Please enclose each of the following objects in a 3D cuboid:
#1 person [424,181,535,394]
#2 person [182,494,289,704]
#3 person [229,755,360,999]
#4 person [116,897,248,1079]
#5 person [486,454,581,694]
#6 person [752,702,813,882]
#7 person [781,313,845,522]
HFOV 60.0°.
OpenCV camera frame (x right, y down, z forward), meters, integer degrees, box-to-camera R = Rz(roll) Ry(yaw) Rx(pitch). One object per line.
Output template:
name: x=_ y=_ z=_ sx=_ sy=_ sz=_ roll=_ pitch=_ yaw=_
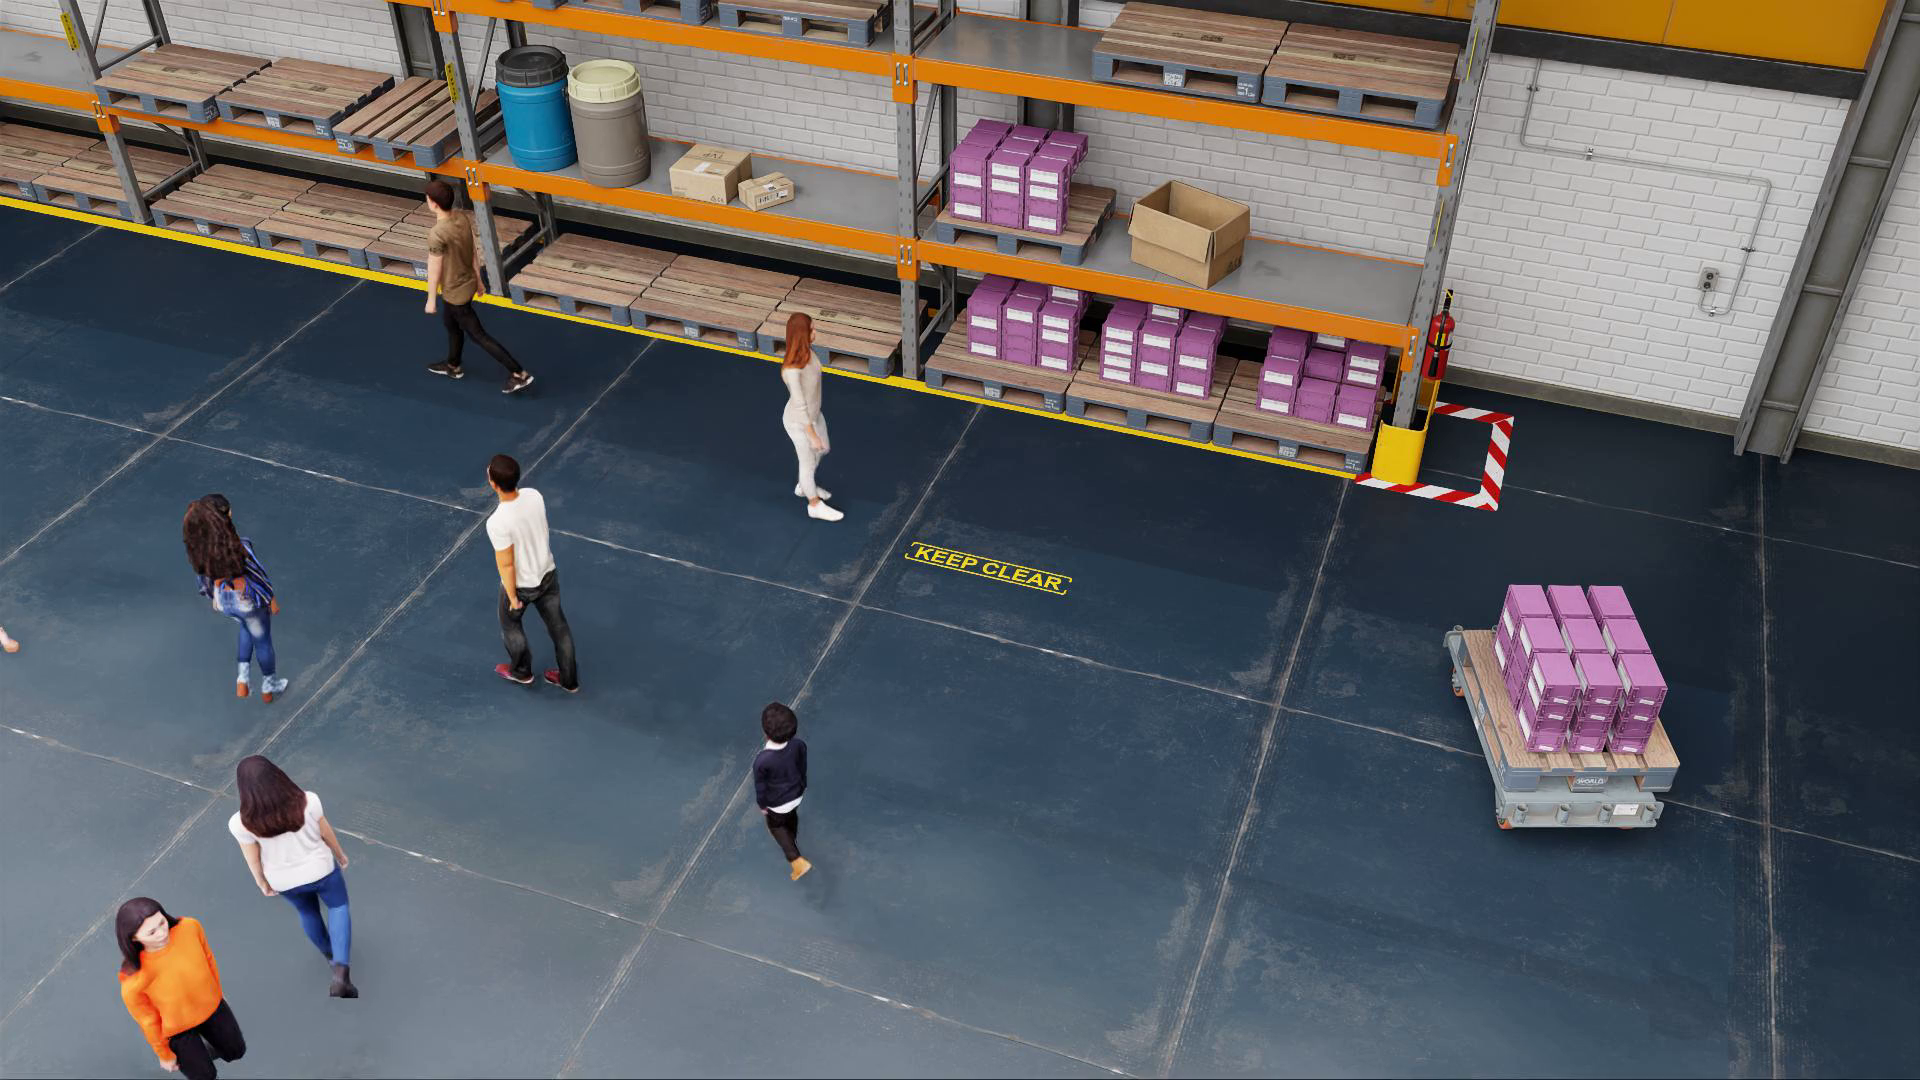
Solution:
person: x=-3.910 y=-1.962 z=13.254 sx=1.285 sy=1.814 sz=0.815 roll=6 pitch=39 yaw=8
person: x=-4.550 y=0.433 z=10.416 sx=0.599 sy=1.614 sz=0.705 roll=11 pitch=40 yaw=14
person: x=-3.410 y=1.810 z=8.649 sx=0.931 sy=1.666 sz=0.960 roll=-11 pitch=40 yaw=-14
person: x=-3.785 y=2.279 z=8.005 sx=0.794 sy=1.736 sz=0.680 roll=18 pitch=42 yaw=21
person: x=-2.644 y=0.268 z=10.488 sx=0.880 sy=1.780 sz=0.738 roll=20 pitch=43 yaw=23
person: x=-0.984 y=1.441 z=9.473 sx=0.712 sy=1.214 sz=0.818 roll=-25 pitch=45 yaw=-28
person: x=-1.173 y=-0.877 z=11.981 sx=0.686 sy=1.706 sz=0.661 roll=7 pitch=39 yaw=9
